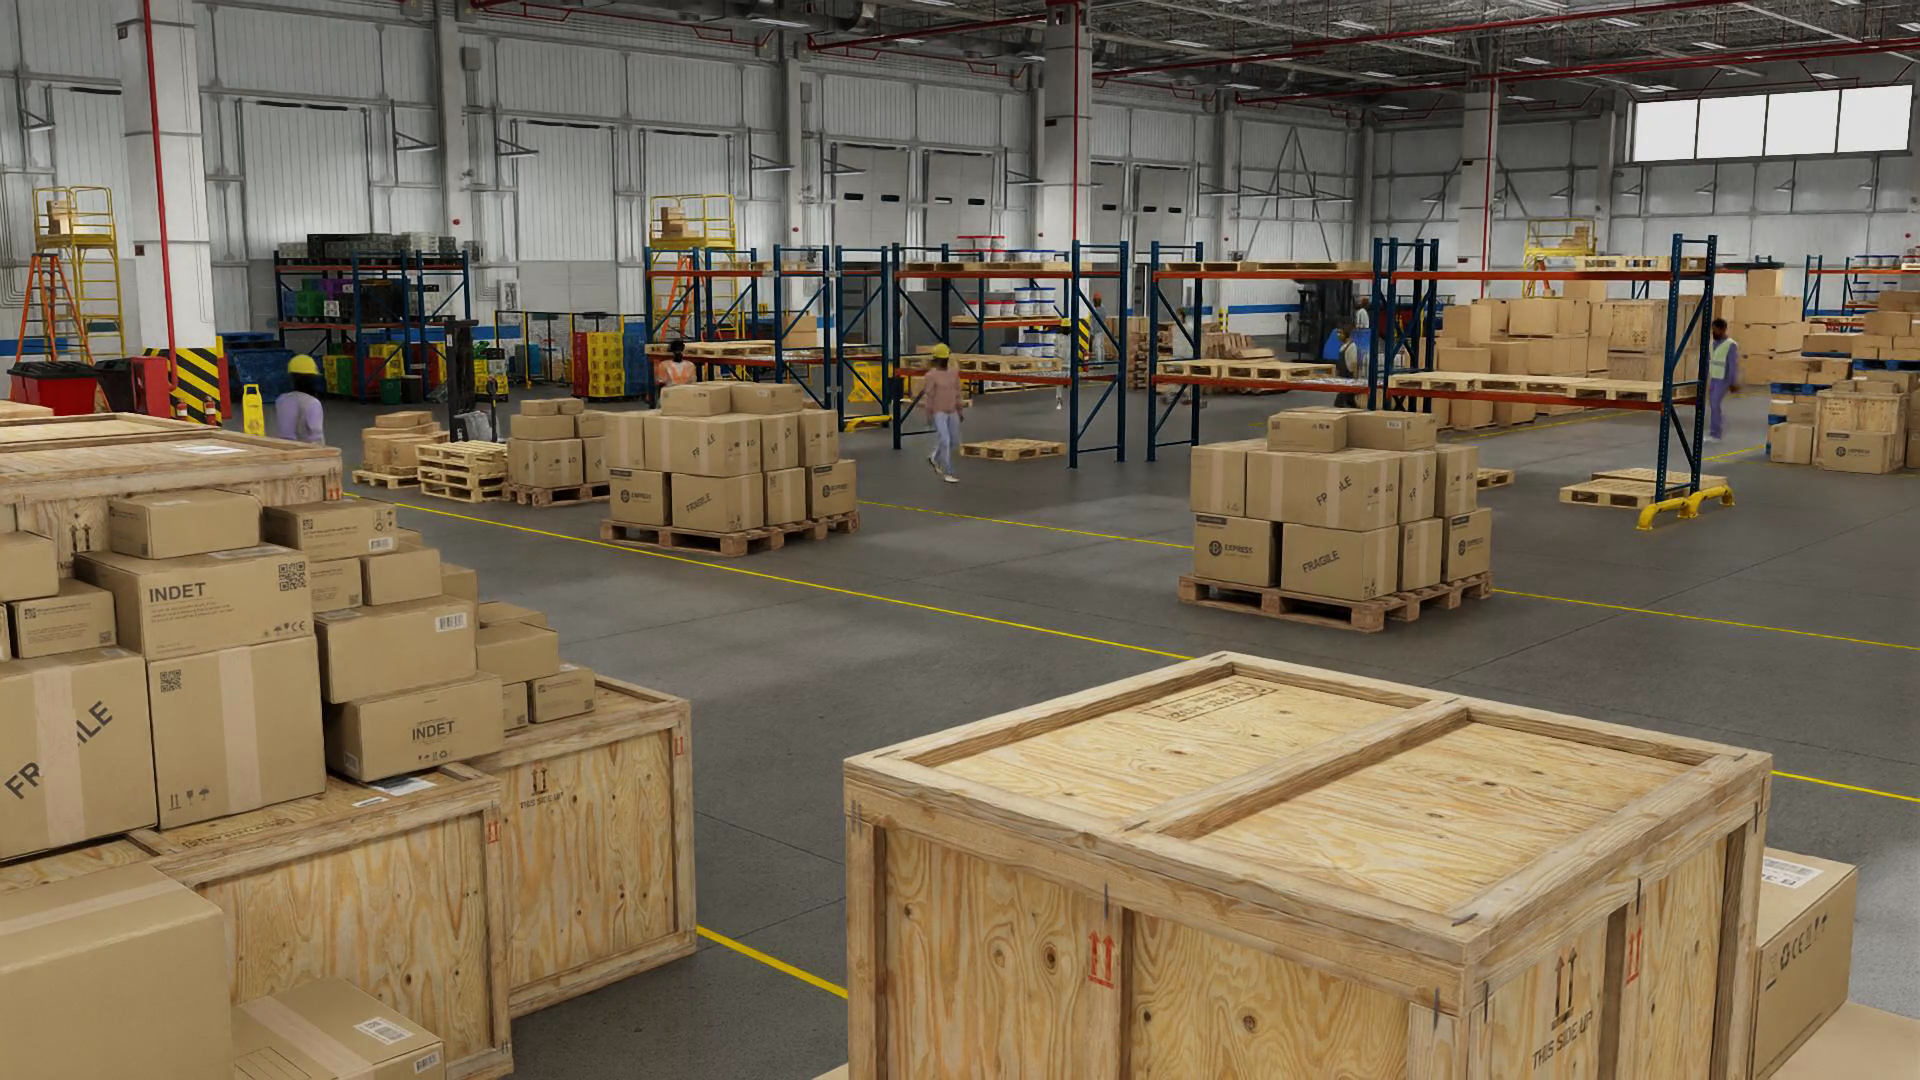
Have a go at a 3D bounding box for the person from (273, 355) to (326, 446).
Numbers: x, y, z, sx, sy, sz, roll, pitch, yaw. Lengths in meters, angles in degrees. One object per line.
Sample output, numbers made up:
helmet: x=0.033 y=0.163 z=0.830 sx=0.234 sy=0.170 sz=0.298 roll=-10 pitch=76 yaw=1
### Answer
person: x=-5.685 y=-0.639 z=14.442 sx=0.615 sy=1.918 sz=0.398 roll=6 pitch=11 yaw=33

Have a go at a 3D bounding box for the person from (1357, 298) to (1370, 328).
person: x=11.123 y=-5.775 z=46.108 sx=0.891 sy=1.851 sz=0.581 roll=1 pitch=9 yaw=7

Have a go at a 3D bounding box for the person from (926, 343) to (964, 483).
person: x=-0.213 y=-1.598 z=20.802 sx=0.548 sy=1.740 sz=0.618 roll=-8 pitch=12 yaw=-39

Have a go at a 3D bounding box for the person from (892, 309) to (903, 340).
person: x=-1.631 y=-5.226 z=43.416 sx=0.311 sy=1.633 sz=0.522 roll=-1 pitch=9 yaw=-4

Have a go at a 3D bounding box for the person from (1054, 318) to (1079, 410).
person: x=2.005 y=-3.320 z=31.398 sx=0.484 sy=1.738 sz=0.321 roll=2 pitch=9 yaw=11

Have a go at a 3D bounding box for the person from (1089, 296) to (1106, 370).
person: x=3.617 y=-5.424 z=43.682 sx=0.372 sy=1.940 sz=0.632 roll=5 pitch=10 yaw=26

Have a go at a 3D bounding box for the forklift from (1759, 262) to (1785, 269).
forklift: x=21.345 y=-5.938 z=43.949 sx=1.873 sy=2.768 sz=1.129 roll=9 pitch=13 yaw=43

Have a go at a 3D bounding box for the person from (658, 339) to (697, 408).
person: x=-3.900 y=-1.948 z=23.129 sx=0.555 sy=1.679 sz=0.457 roll=-5 pitch=11 yaw=-29

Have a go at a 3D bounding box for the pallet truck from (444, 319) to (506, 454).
pallet truck: x=-6.981 y=-1.942 z=22.150 sx=1.885 sy=1.965 sz=0.823 roll=1 pitch=9 yaw=9

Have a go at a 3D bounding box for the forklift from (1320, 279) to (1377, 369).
forklift: x=9.936 y=-5.878 z=43.584 sx=1.873 sy=2.768 sz=1.129 roll=9 pitch=13 yaw=43

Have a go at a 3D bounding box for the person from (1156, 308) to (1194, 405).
person: x=4.223 y=-3.542 z=32.253 sx=0.976 sy=1.894 sz=0.653 roll=-7 pitch=12 yaw=-37

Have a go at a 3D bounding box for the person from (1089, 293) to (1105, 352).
person: x=4.208 y=-6.642 z=51.195 sx=0.546 sy=1.927 sz=0.390 roll=-2 pitch=9 yaw=-11

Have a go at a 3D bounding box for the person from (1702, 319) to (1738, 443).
person: x=11.619 y=-2.447 z=25.565 sx=0.575 sy=1.897 sz=0.611 roll=-1 pitch=9 yaw=-6

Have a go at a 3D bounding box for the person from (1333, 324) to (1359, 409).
person: x=5.839 y=-2.423 z=25.661 sx=0.904 sy=1.804 sz=0.545 roll=0 pitch=9 yaw=-2

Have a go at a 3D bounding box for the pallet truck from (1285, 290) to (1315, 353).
pallet truck: x=11.297 y=-6.951 z=52.861 sx=1.885 sy=1.965 sz=0.823 roll=-5 pitch=11 yaw=-29
